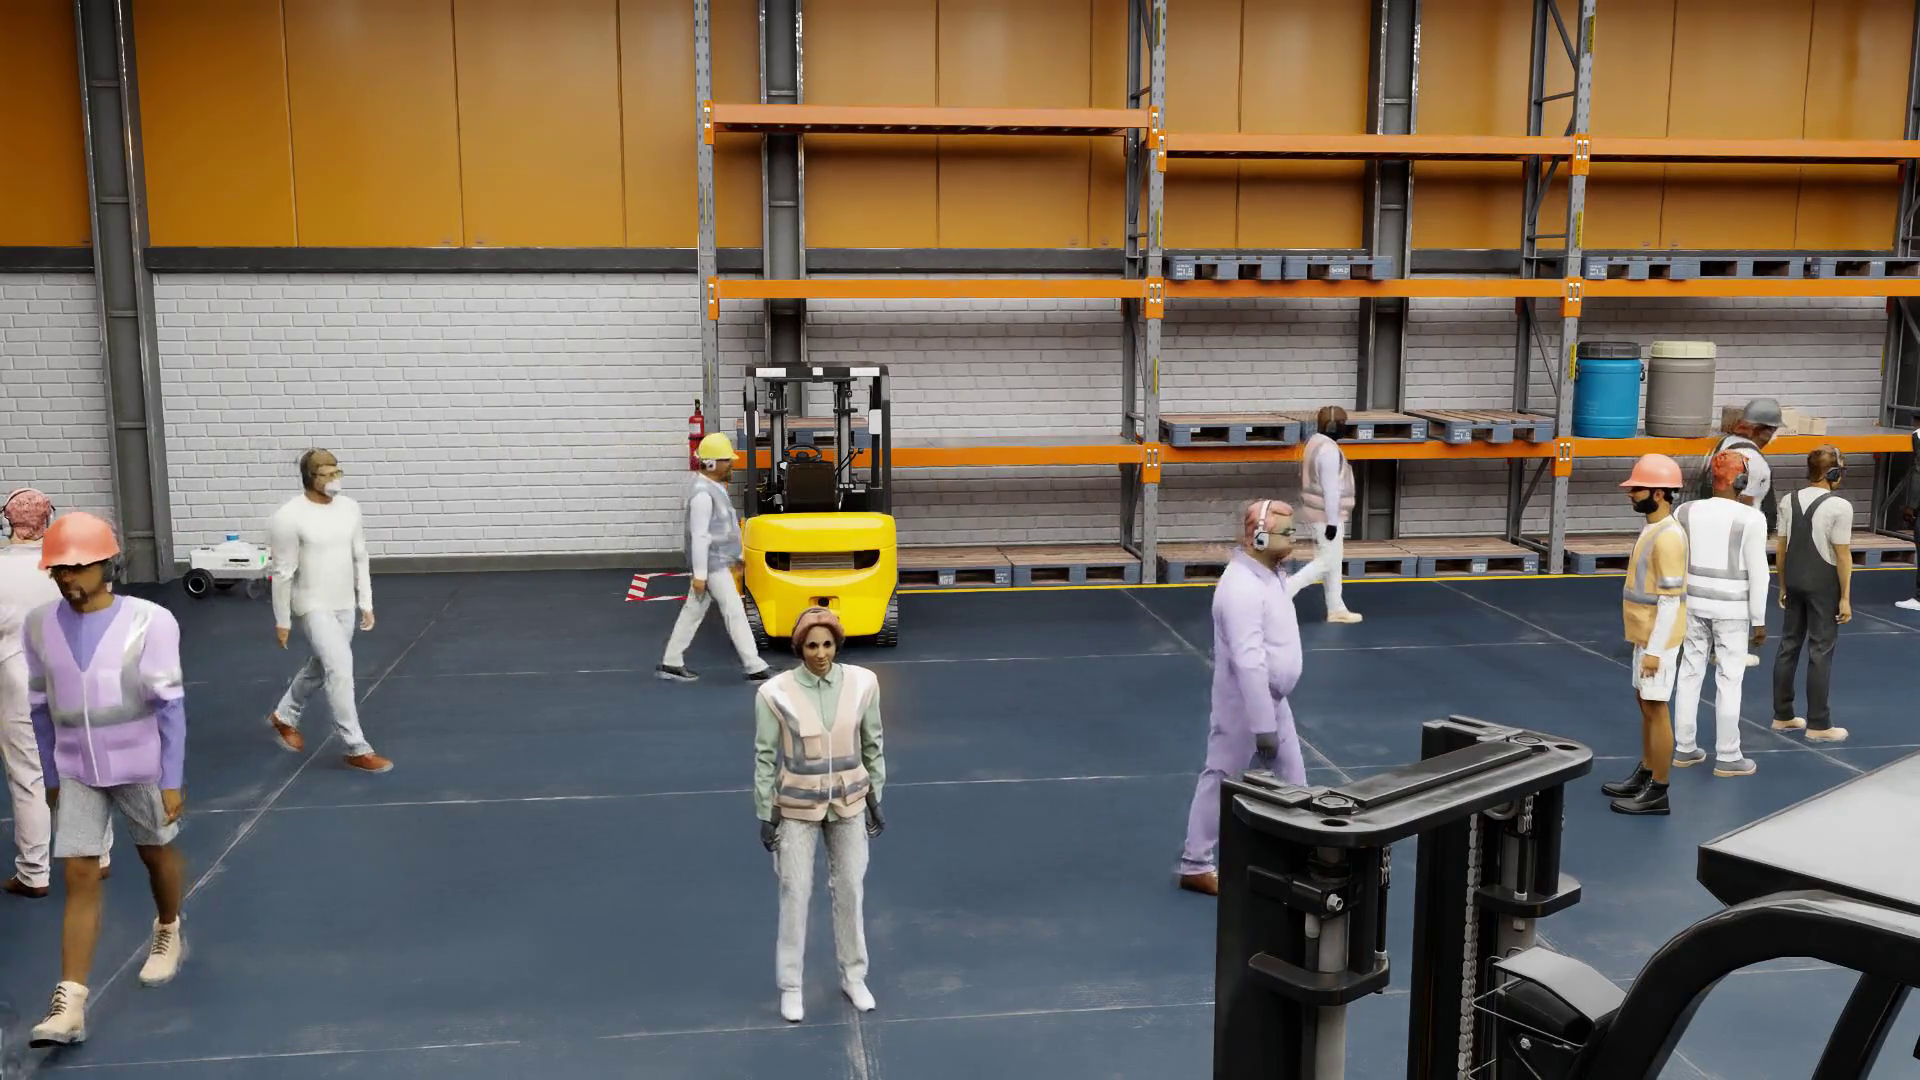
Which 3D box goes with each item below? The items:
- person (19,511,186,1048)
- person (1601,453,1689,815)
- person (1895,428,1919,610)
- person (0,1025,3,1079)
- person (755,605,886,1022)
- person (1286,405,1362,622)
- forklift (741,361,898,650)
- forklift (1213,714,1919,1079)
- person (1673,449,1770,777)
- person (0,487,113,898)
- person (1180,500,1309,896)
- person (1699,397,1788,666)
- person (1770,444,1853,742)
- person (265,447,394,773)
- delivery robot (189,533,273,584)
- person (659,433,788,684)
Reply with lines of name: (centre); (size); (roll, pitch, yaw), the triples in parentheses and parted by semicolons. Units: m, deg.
person: (-3.290, 0.878, 6.397); (0.629, 1.985, 1.057); (-1, 9, -3)
person: (3.678, 0.504, 8.891); (0.365, 1.939, 0.542); (3, 9, 15)
person: (8.354, -0.341, 14.242); (0.590, 1.915, 0.389); (-3, 10, -20)
person: (-2.177, 1.453, 3.321); (0.659, 1.826, 0.498); (7, 11, 36)
person: (-0.542, 1.052, 6.449); (0.523, 1.631, 0.321); (-4, 10, -21)
person: (2.958, -0.202, 13.661); (0.709, 1.823, 0.638); (0, 9, 2)
forklift: (-1.154, -0.340, 13.365); (1.214, 2.155, 2.313); (-1, 9, -7)
forklift: (1.441, 1.425, 2.350); (1.214, 2.155, 2.313); (-7, 12, -39)
person: (4.378, 0.419, 9.603); (0.355, 1.882, 0.574); (-6, 11, -35)
person: (-4.275, 0.703, 7.752); (0.410, 1.909, 0.643); (8, 12, 39)
person: (1.448, 0.751, 7.553); (0.950, 1.860, 0.680); (4, 10, 23)
person: (5.626, -0.082, 12.230); (0.732, 2.000, 0.696); (1, 9, 5)
person: (5.292, 0.326, 10.303); (0.346, 1.844, 0.505); (-4, 10, -24)
person: (-3.782, 0.390, 9.760); (1.003, 1.902, 0.639); (4, 10, 22)
delivery robot: (-6.505, 0.183, 14.911); (0.707, 0.478, 0.477); (0, 9, 1)
person: (-1.712, 0.139, 11.669); (0.923, 1.789, 0.599); (-1, 9, -5)
